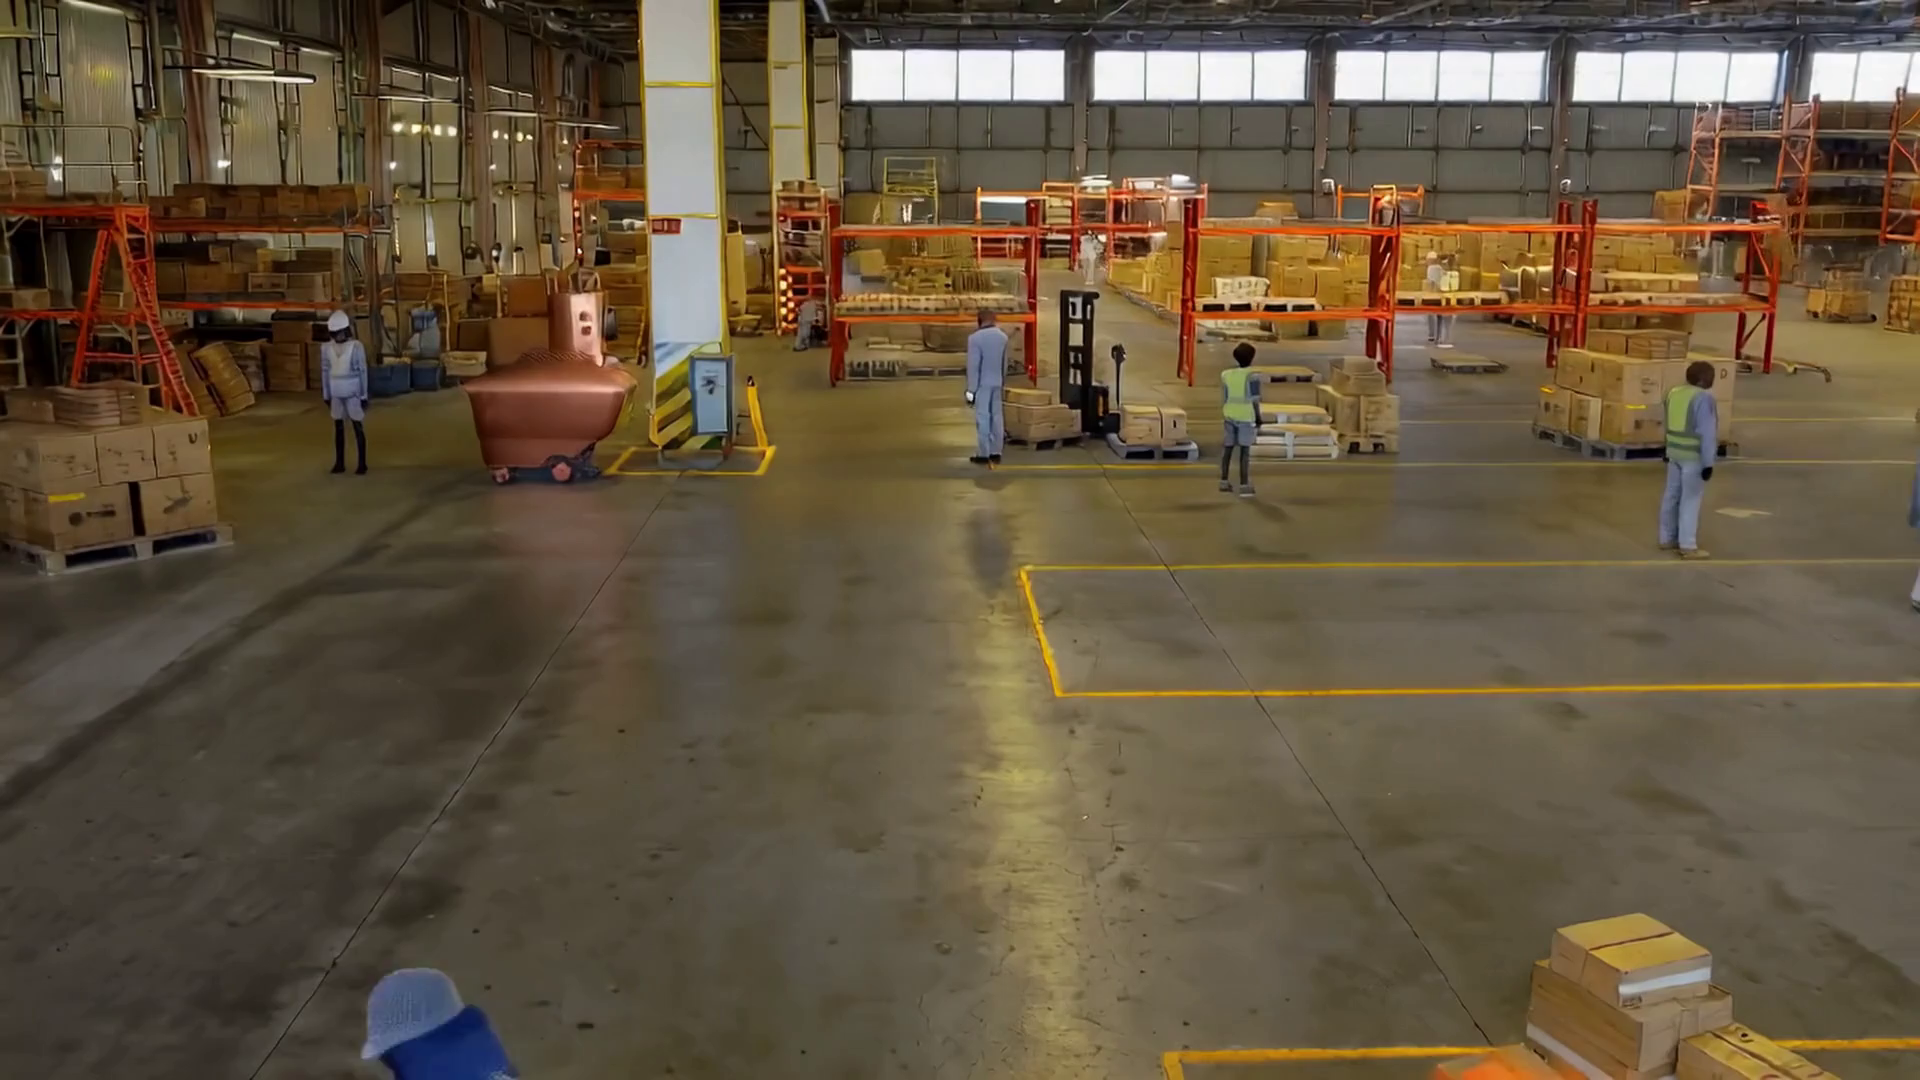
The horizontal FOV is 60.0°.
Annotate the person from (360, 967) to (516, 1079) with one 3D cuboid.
[{"bbox_3d":[-1.170,1.834,4.111,0.538,1.698,0.441,6,14,27],"label":"person"}]

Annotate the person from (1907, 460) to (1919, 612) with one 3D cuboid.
[{"bbox_3d":[7.908,-0.245,13.256,0.505,1.820,0.654,-5,13,-22],"label":"person"}]

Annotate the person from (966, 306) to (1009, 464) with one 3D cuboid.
[{"bbox_3d":[0.322,-1.901,20.446,0.636,1.938,0.358,-12,17,-43],"label":"person"}]

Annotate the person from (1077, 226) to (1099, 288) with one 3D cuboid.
[{"bbox_3d":[3.951,-8.754,51.465,0.654,1.911,0.792,1,13,6],"label":"person"}]

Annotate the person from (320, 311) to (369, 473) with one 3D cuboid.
[{"bbox_3d":[-7.304,-1.742,19.733,0.551,1.935,0.375,0,12,0],"label":"person"}]

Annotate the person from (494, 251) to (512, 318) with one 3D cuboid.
[{"bbox_3d":[-11.247,-6.260,40.836,0.312,1.633,0.520,-10,16,-39],"label":"person"}]

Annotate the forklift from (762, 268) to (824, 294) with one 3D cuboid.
[{"bbox_3d":[-4.846,-8.616,48.621,1.873,2.768,1.129,0,12,-2],"label":"forklift"}]

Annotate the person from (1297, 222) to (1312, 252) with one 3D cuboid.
[{"bbox_3d":[12.200,-10.345,58.632,0.798,1.905,0.562,-5,14,-23],"label":"person"}]

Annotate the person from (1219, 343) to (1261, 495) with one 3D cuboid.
[{"bbox_3d":[3.120,-1.350,18.534,0.321,1.693,0.534,-11,17,-41],"label":"person"}]

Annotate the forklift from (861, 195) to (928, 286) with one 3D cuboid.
[{"bbox_3d":[-2.114,-9.479,52.520,1.873,2.768,1.129,6,14,26],"label":"forklift"}]

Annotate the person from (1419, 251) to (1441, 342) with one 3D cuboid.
[{"bbox_3d":[9.941,-5.138,35.123,0.396,1.919,0.581,7,14,27],"label":"person"}]

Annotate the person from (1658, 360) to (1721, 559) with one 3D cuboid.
[{"bbox_3d":[6.815,-0.755,15.502,0.429,1.839,0.633,-3,13,-13],"label":"person"}]

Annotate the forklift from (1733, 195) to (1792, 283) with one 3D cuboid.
[{"bbox_3d":[26.076,-9.671,53.385,1.873,2.768,1.129,0,12,1],"label":"forklift"}]

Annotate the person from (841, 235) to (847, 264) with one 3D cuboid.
[{"bbox_3d":[-4.100,-9.659,55.541,0.639,1.914,0.819,-6,14,-24],"label":"person"}]

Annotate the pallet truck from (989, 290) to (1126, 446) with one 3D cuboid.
[{"bbox_3d":[1.257,-2.299,22.111,1.885,1.965,0.823,-9,15,-35],"label":"pallet truck"}]

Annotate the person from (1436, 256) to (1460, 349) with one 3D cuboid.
[{"bbox_3d":[9.939,-4.819,33.779,0.355,1.876,0.574,-5,13,-20],"label":"person"}]
